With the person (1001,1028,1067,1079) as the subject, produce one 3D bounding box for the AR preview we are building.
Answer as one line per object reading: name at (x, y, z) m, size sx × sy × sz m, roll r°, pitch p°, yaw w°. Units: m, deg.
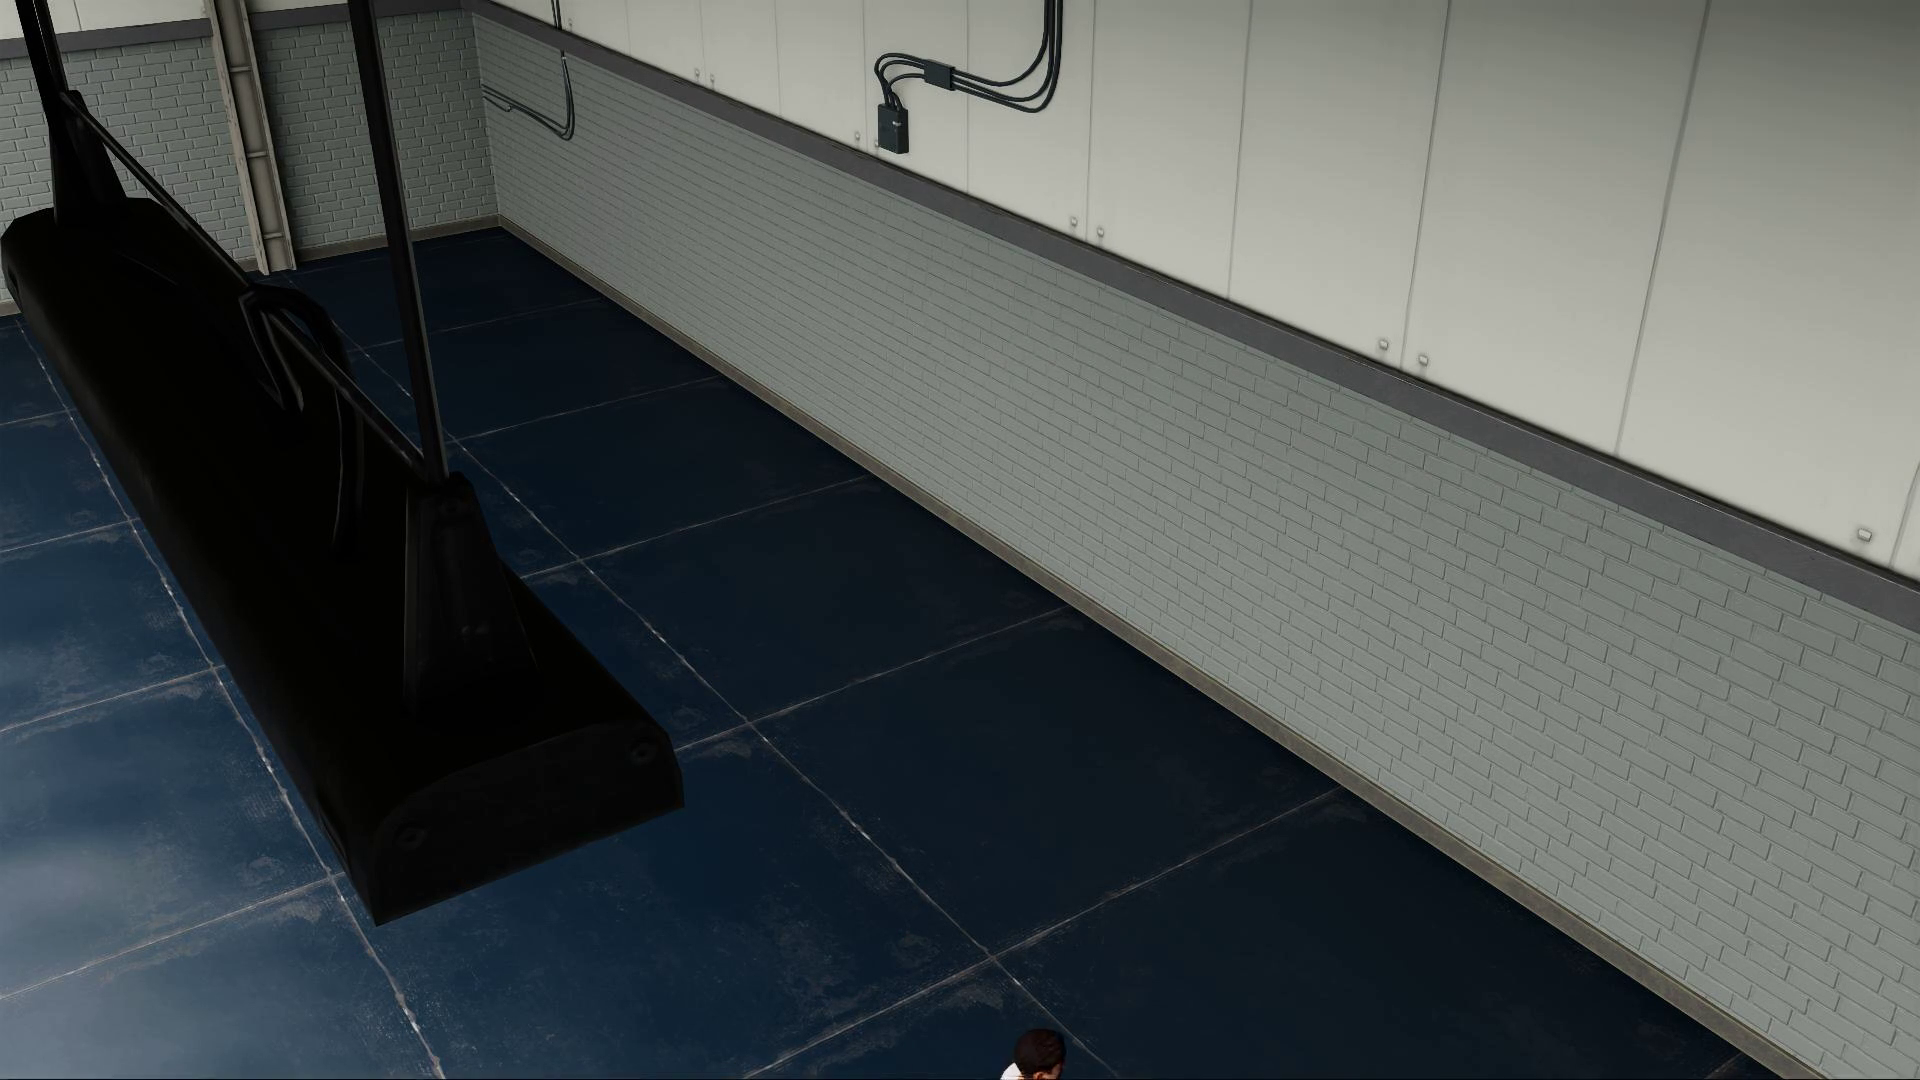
person at (0.233, 2.853, 7.365) m, size 0.985 × 1.706 × 0.833 m, roll -5°, pitch 28°, yaw -9°
